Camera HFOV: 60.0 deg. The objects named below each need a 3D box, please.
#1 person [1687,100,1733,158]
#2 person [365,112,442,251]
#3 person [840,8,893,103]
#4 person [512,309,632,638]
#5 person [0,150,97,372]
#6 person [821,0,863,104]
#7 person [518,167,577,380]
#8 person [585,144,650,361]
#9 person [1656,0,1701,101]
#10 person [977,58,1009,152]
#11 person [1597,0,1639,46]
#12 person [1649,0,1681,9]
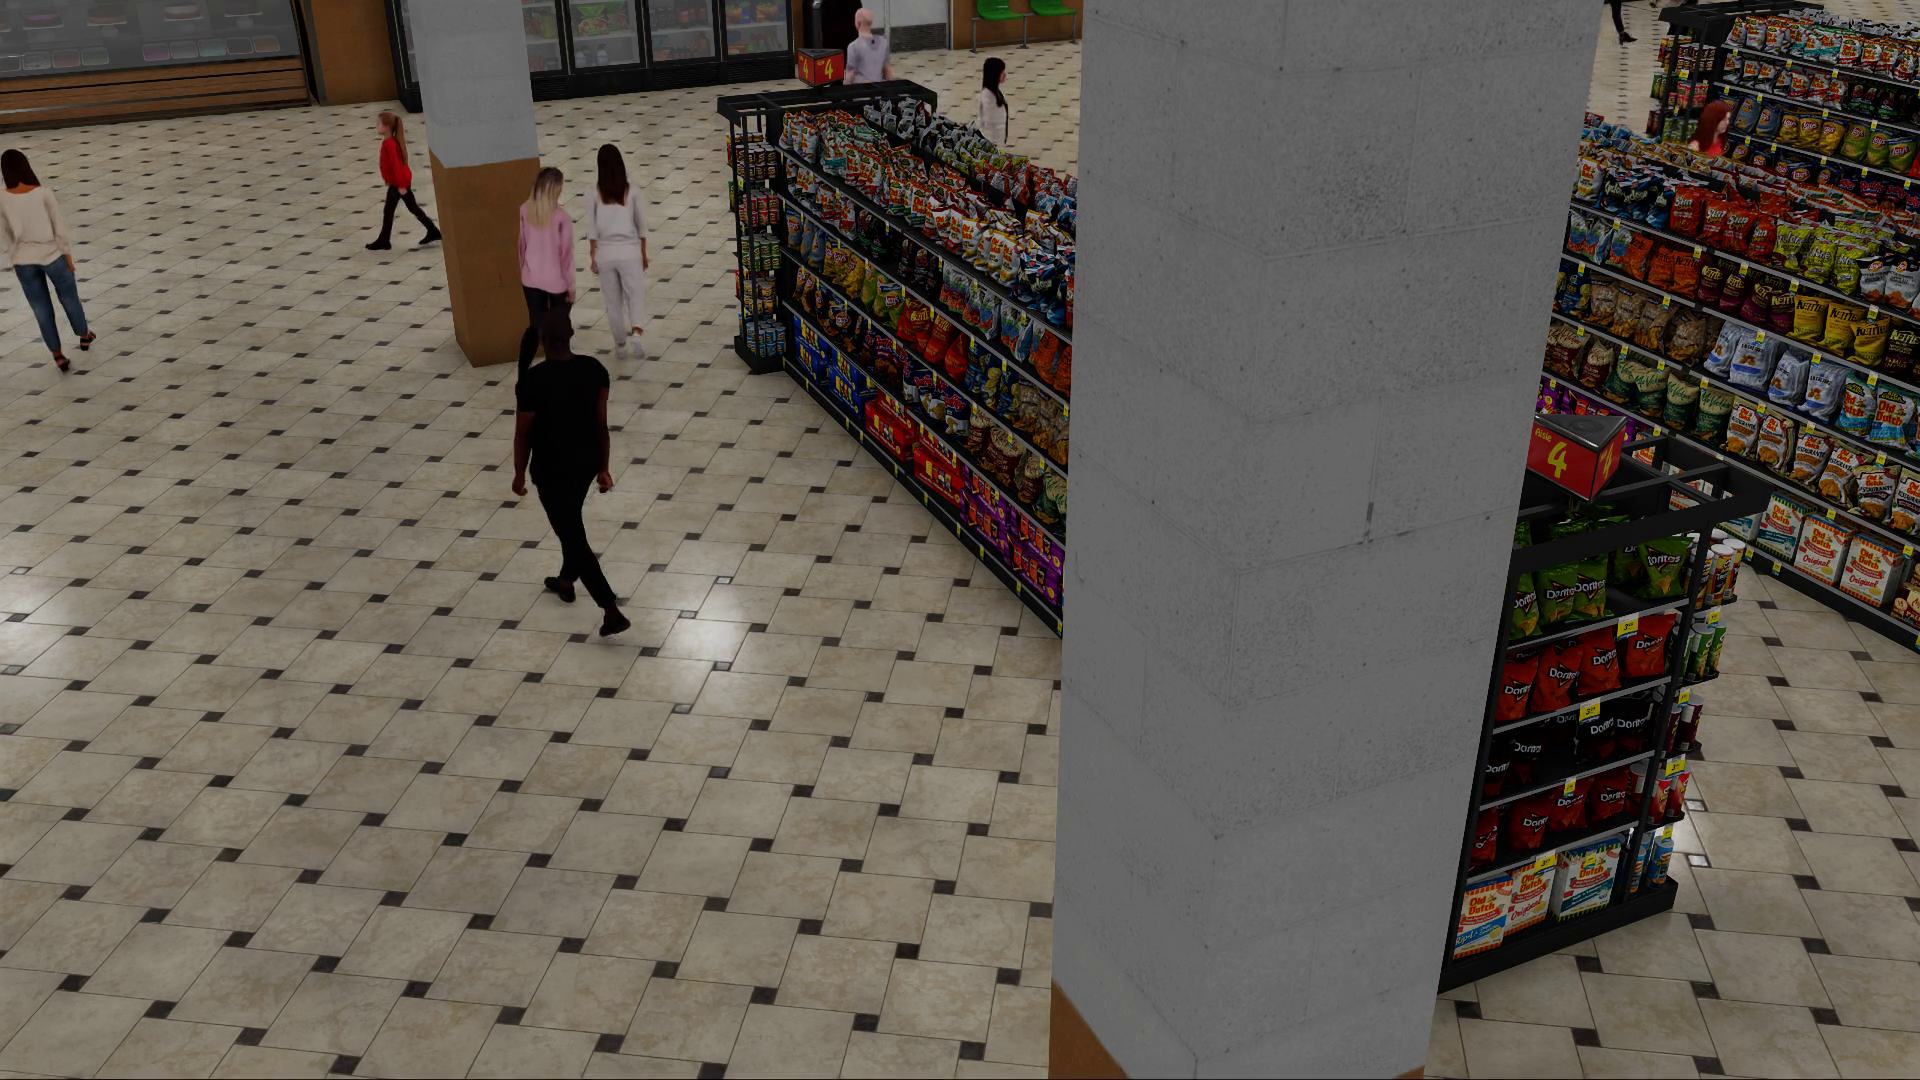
[{"bbox_3d":[5.843,-2.658,13.487,0.596,1.803,0.797,-12,29,-23],"label":"person"},{"bbox_3d":[-5.120,-3.291,15.345,0.668,1.251,0.891,-6,28,-13],"label":"person"},{"bbox_3d":[-0.883,-4.493,17.103,1.171,1.804,0.909,23,35,38],"label":"person"},{"bbox_3d":[-2.057,-0.311,8.879,0.940,1.784,1.272,-23,35,-38],"label":"person"},{"bbox_3d":[-6.906,-2.064,12.466,0.736,1.667,0.917,-6,28,-12],"label":"person"},{"bbox_3d":[-1.395,-5.902,19.961,0.846,1.734,1.094,-4,27,-7],"label":"person"},{"bbox_3d":[-3.013,-1.829,12.014,1.010,1.656,1.069,8,28,15],"label":"person"},{"bbox_3d":[-2.578,-2.134,12.595,0.700,1.675,0.894,-7,28,-13],"label":"person"},{"bbox_3d":[9.089,-6.184,21.045,0.585,1.255,0.682,16,31,28],"label":"person"},{"bbox_3d":[0.219,-3.777,15.887,0.854,1.628,0.802,1,27,2],"label":"person"},{"bbox_3d":[9.369,-8.070,24.251,1.110,1.720,0.977,14,30,26],"label":"person"},{"bbox_3d":[11.772,-9.580,27.333,0.886,1.624,1.063,-14,30,-26],"label":"person"}]
